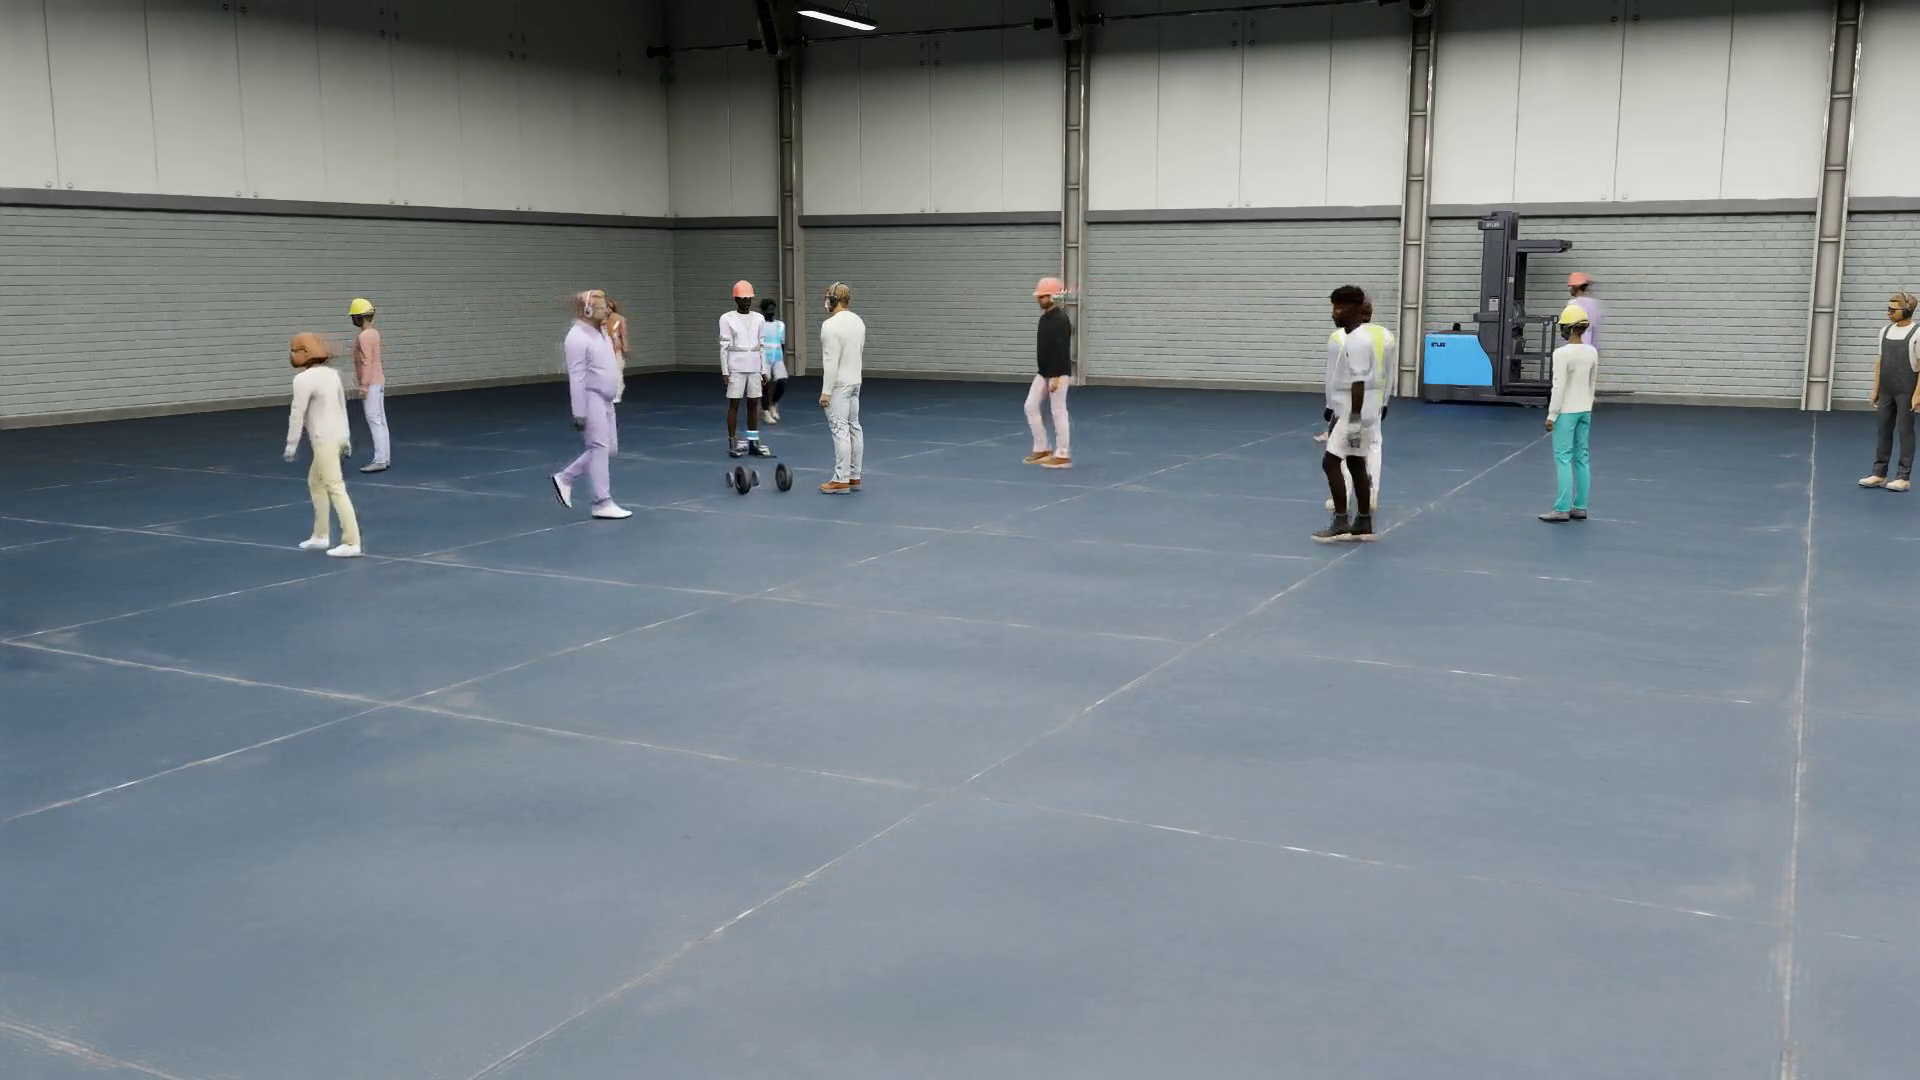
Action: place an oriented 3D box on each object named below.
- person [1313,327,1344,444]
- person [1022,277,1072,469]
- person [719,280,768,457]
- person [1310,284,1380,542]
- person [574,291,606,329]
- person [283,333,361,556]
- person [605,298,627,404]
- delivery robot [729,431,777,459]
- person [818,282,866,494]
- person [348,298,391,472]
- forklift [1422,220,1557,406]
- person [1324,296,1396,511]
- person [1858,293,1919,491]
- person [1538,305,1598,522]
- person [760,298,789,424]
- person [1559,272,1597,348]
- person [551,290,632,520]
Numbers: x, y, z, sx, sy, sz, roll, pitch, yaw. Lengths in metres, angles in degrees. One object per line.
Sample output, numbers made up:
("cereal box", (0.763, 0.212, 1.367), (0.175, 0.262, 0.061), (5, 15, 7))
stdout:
("person", (4.351, -1.917, 19.330), (0.683, 1.671, 0.553), (5, 10, 28))
("person", (0.891, -1.724, 17.268), (0.597, 1.975, 0.617), (-4, 10, -25))
("person", (-2.387, -1.899, 18.444), (0.552, 1.937, 0.356), (-6, 11, -32))
("person", (2.914, -0.957, 12.609), (0.516, 1.947, 0.639), (3, 10, 17))
("person", (-5.718, -2.977, 25.738), (0.525, 1.720, 0.603), (0, 9, 0))
("person", (-4.635, -0.682, 11.967), (0.677, 1.599, 0.509), (1, 9, 5))
("person", (-5.353, -2.941, 25.840), (0.544, 1.621, 0.490), (4, 10, 24))
("delivery robot", (-1.944, -0.912, 15.653), (0.335, 0.223, 0.698), (-5, 11, -29))
("person", (-1.108, -1.410, 15.430), (0.373, 1.940, 0.628), (4, 10, 24))
("person", (-6.060, -1.581, 17.021), (0.327, 1.765, 0.531), (-1, 9, -6))
("forklift", (8.245, -3.527, 25.720), (1.873, 2.768, 1.129), (5, 10, 27))
("person", (3.399, -1.172, 14.264), (0.627, 1.843, 0.429), (-3, 10, -16))
("person", (8.799, -1.391, 15.606), (0.350, 1.843, 0.506), (-3, 10, -20))
("person", (4.994, -1.036, 13.651), (0.534, 1.767, 0.313), (-6, 11, -33))
("person", (-2.547, -2.394, 22.268), (0.543, 1.679, 0.372), (-6, 11, -32))
("person", (8.603, -2.732, 23.320), (0.496, 2.028, 0.617), (9, 13, 44))
("person", (-3.077, -1.122, 13.788), (0.642, 1.891, 0.660), (1, 9, 7))
